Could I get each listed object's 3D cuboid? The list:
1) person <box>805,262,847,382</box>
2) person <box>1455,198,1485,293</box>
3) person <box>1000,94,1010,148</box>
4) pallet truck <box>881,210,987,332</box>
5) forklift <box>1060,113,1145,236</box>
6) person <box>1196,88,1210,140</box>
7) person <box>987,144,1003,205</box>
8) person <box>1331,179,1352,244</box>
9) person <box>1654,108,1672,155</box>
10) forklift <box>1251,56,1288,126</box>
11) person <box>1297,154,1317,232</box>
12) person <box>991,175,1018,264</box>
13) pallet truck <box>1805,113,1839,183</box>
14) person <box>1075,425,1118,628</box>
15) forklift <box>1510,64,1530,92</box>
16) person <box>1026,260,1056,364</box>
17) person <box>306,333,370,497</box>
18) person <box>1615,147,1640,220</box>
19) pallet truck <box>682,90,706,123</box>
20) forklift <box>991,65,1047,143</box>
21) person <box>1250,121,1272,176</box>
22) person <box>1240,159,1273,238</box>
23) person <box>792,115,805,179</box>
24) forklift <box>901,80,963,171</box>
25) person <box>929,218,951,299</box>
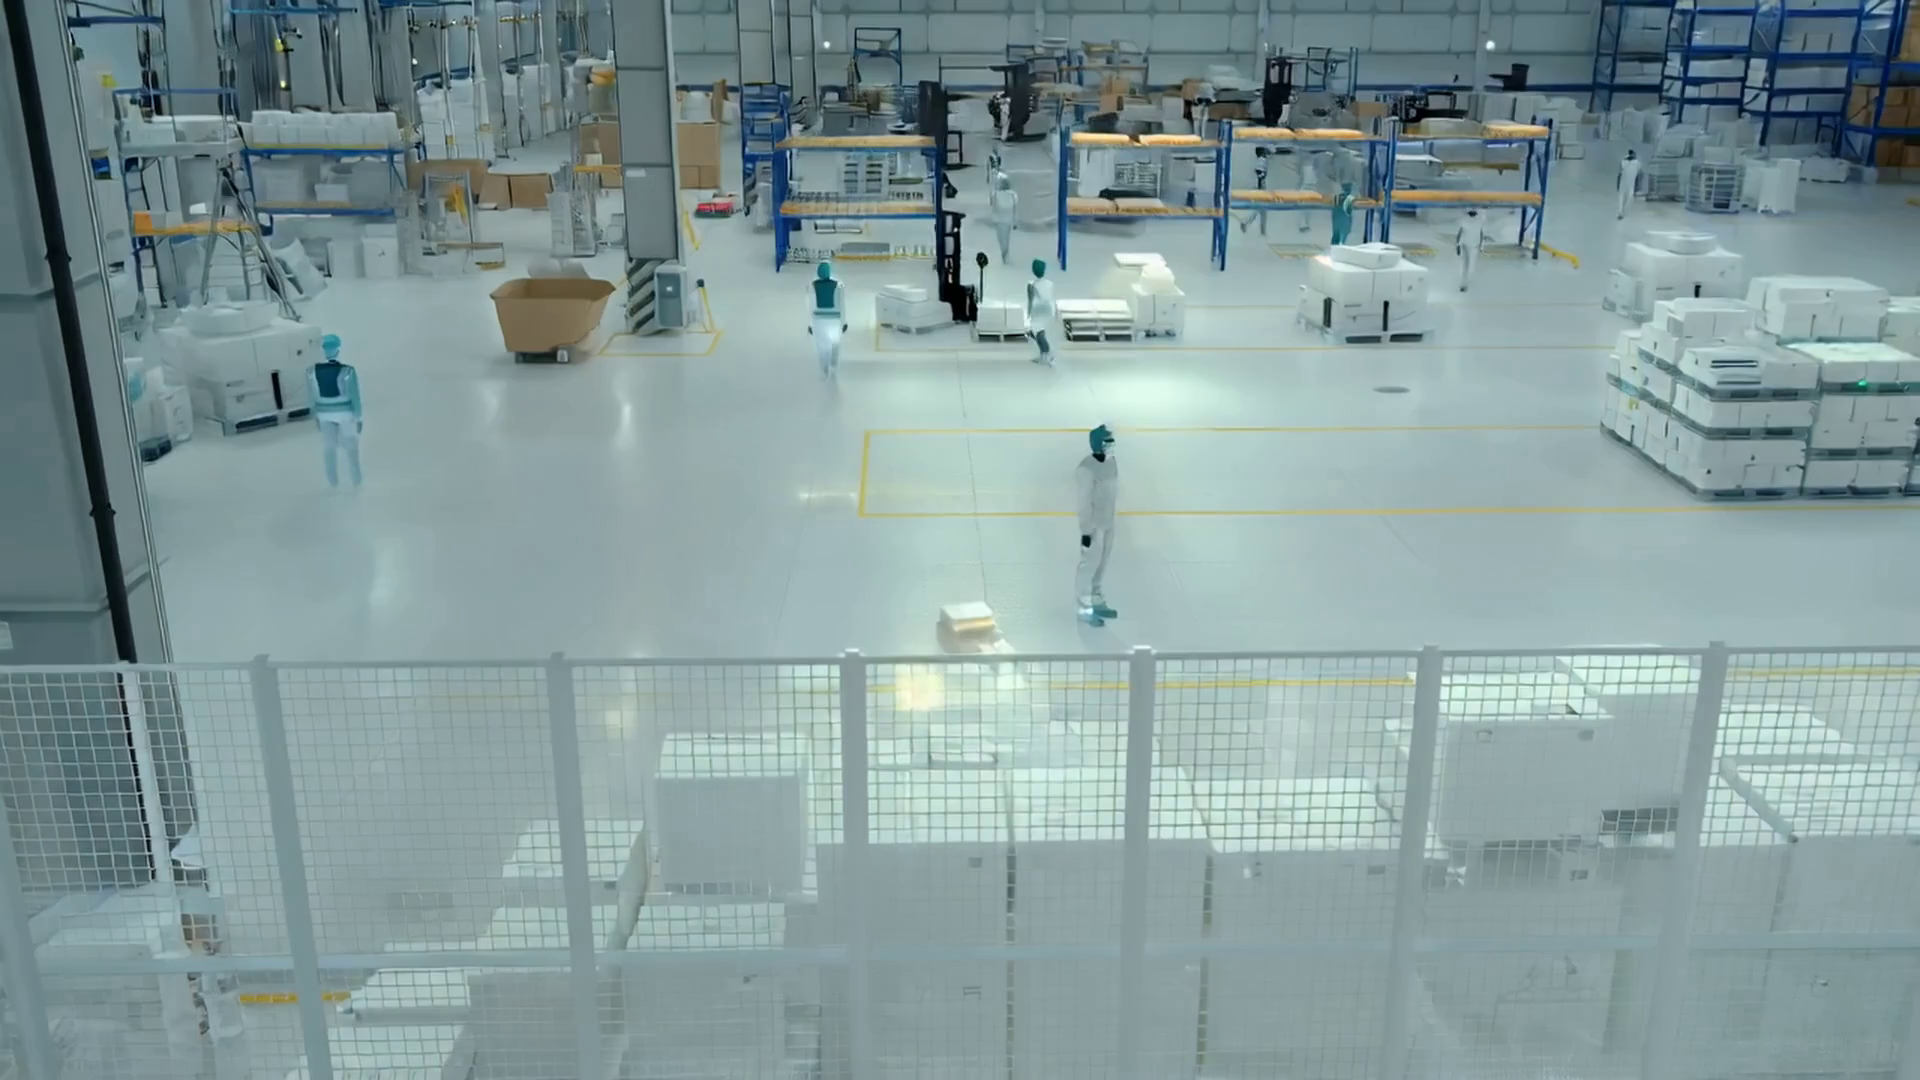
[{"bbox_3d":[-2.030,-3.296,25.280,0.631,1.823,0.737,0,19,1],"label":"person"},{"bbox_3d":[10.003,-5.809,32.707,0.558,1.845,0.584,-1,19,-2],"label":"person"},{"bbox_3d":[1.635,-15.372,60.937,0.364,1.932,0.639,2,19,6],"label":"person"},{"bbox_3d":[-0.493,-4.759,29.349,1.885,1.965,0.823,-13,23,-34],"label":"pallet truck"},{"bbox_3d":[3.454,-8.849,40.123,1.873,2.768,1.129,9,21,24],"label":"forklift"},{"bbox_3d":[9.342,-16.389,63.942,0.543,1.940,0.361,7,20,21],"label":"person"},{"bbox_3d":[0.950,-9.989,45.416,0.521,1.640,0.307,-11,21,-29],"label":"person"},{"bbox_3d":[8.182,-6.808,35.674,0.351,1.839,0.506,-15,24,-38],"label":"person"},{"bbox_3d":[24.738,-14.367,58.483,0.878,1.580,0.528,-15,23,-37],"label":"person"},{"bbox_3d":[13.178,-18.831,69.734,1.129,2.768,1.873,-7,20,-20],"label":"forklift"},{"bbox_3d":[8.471,-8.455,40.501,0.359,1.882,0.579,14,23,35],"label":"person"},{"bbox_3d":[0.970,-6.905,35.863,0.592,1.905,0.735,-5,19,-14],"label":"person"},{"bbox_3d":[26.403,-11.957,50.702,0.823,1.965,1.885,6,19,16],"label":"pallet truck"},{"bbox_3d":[1.305,-0.144,15.747,0.360,1.938,0.635,11,21,28],"label":"person"},{"bbox_3d":[21.332,-16.786,63.667,1.873,2.768,1.129,0,19,-1],"label":"forklift"},{"bbox_3d":[1.343,-3.577,26.321,0.546,1.680,0.605,-17,25,-40],"label":"person"},{"bbox_3d":[-7.368,-1.475,19.683,0.615,1.945,0.405,0,19,0],"label":"person"},{"bbox_3d":[17.036,-9.122,42.515,0.606,1.849,0.464,0,19,-1],"label":"person"},{"bbox_3d":[-9.671,-15.907,62.421,0.823,1.965,1.885,5,19,15],"label":"pallet truck"},{"bbox_3d":[2.267,-16.490,62.791,1.873,2.768,1.129,-10,21,-27],"label":"forklift"},{"bbox_3d":[8.893,-11.397,49.147,0.652,1.928,0.434,4,19,12],"label":"person"},{"bbox_3d":[7.088,-8.081,39.381,0.698,1.879,0.619,-1,19,-4],"label":"person"},{"bbox_3d":[-5.004,-12.108,51.244,0.376,1.935,0.550,-11,22,-31],"label":"person"},{"bbox_3d":[-0.976,-13.185,52.985,1.873,2.768,1.129,-9,21,-26],"label":"forklift"},{"bbox_3d":[-0.414,-5.118,30.850,0.744,1.717,0.494,-5,19,-14],"label":"person"}]
